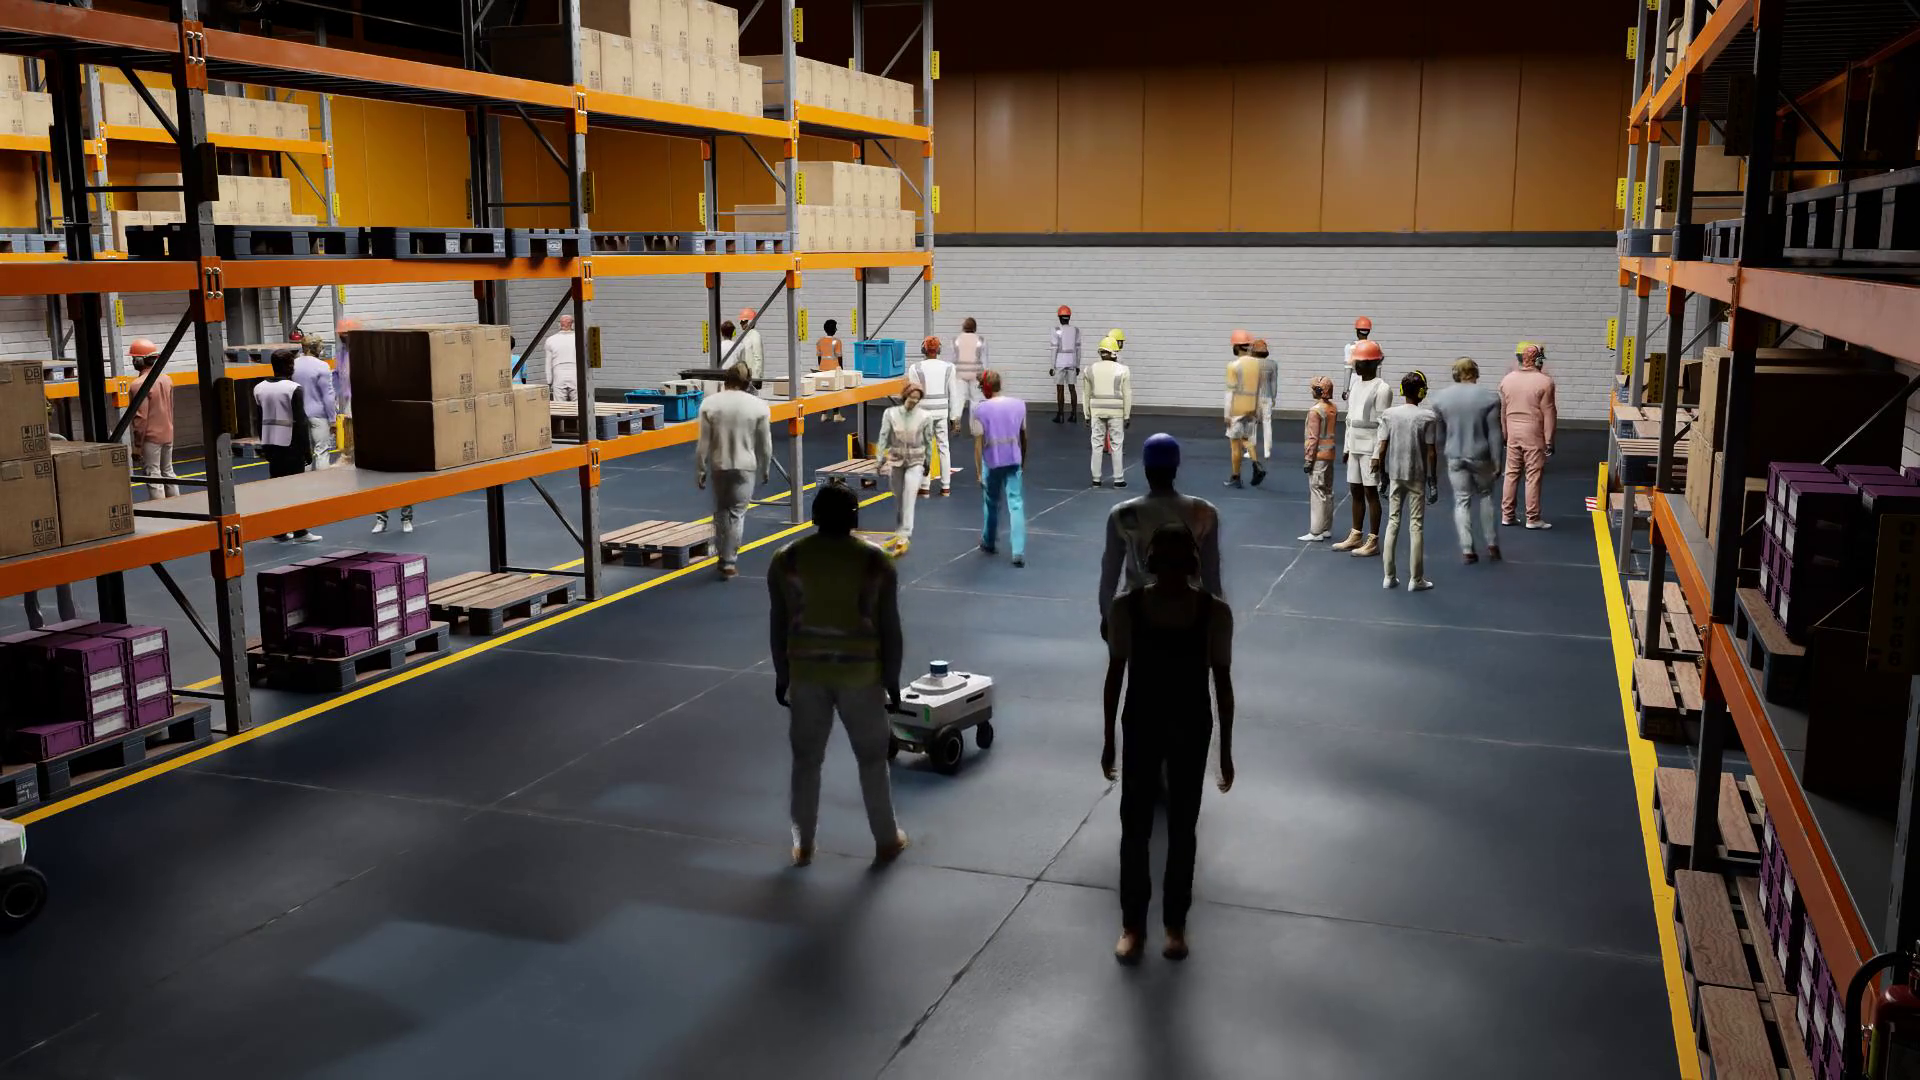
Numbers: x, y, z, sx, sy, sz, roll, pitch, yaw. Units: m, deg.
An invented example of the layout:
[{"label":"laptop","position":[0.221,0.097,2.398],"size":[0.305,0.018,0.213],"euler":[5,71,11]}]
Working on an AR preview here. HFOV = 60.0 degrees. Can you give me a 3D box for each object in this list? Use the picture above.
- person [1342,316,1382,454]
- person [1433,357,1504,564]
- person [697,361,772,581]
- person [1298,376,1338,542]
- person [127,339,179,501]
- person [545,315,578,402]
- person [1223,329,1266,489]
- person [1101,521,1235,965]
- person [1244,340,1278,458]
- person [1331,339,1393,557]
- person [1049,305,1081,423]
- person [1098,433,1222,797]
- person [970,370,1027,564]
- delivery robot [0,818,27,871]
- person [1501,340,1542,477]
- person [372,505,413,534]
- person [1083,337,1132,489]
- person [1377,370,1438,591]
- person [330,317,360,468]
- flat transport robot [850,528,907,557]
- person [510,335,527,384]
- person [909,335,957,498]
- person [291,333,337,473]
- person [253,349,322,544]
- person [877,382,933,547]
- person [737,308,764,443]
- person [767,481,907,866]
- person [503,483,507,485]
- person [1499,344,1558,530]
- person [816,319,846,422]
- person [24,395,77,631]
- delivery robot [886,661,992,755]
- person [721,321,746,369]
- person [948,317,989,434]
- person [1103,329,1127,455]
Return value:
[{"label":"person","position":[5.568,-2.132,23.118],"size":[0.552,1.937,0.356],"euler":[-2,10,-11]},{"label":"person","position":[4.719,-0.745,15.464],"size":[0.666,1.881,0.726],"euler":[5,11,25]},{"label":"person","position":[-1.961,-0.621,14.681],"size":[0.641,1.905,0.756],"euler":[1,10,8]},{"label":"person","position":[3.562,-0.800,16.453],"size":[0.308,1.641,0.514],"euler":[7,12,33]},{"label":"person","position":[-8.083,-1.011,16.644],"size":[0.377,1.995,0.608],"euler":[1,10,5]},{"label":"person","position":[-5.769,-2.359,24.524],"size":[0.653,1.899,0.399],"euler":[-2,10,-9]},{"label":"person","position":[3.392,-1.553,19.896],"size":[0.574,1.926,0.506],"euler":[-6,12,-33]},{"label":"person","position":[0.841,0.829,6.751],"size":[0.544,1.829,0.507],"euler":[1,10,7]},{"label":"person","position":[4.120,-1.941,22.900],"size":[0.499,1.632,0.280],"euler":[-1,10,-5]},{"label":"person","position":[3.797,-0.862,15.663],"size":[0.368,2.046,0.608],"euler":[-4,11,-20]},{"label":"person","position":[1.720,-2.896,27.426],"size":[0.552,1.932,0.377],"euler":[-4,11,-22]},{"label":"person","position":[1.062,0.374,9.040],"size":[0.645,1.917,0.814],"euler":[-1,10,-4]},{"label":"person","position":[0.374,-0.683,15.421],"size":[0.596,1.779,1.012],"euler":[-3,10,-14]},{"label":"delivery robot","position":[-4.344,1.375,6.995],"size":[0.477,0.478,0.707],"euler":[6,12,31]},{"label":"person","position":[7.191,-1.678,21.135],"size":[0.781,1.735,0.530],"euler":[-6,12,-29]},{"label":"person","position":[-5.779,-0.929,16.903],"size":[0.486,1.740,0.314],"euler":[-1,10,-7]},{"label":"person","position":[1.771,-1.517,19.962],"size":[0.591,1.828,0.404],"euler":[4,11,20]},{"label":"person","position":[3.806,-0.501,14.127],"size":[0.535,1.868,0.309],"euler":[7,13,36]},{"label":"person","position":[-7.933,-1.935,21.873],"size":[0.623,2.000,1.048],"euler":[8,13,38]},{"label":"flat transport robot","position":[-0.972,0.102,15.228],"size":[0.652,0.197,1.431],"euler":[2,10,12]},{"label":"person","position":[-6.208,-1.984,22.957],"size":[0.322,1.696,0.536],"euler":[9,14,43]},{"label":"person","position":[-0.322,-1.429,19.307],"size":[0.584,1.882,0.337],"euler":[-3,11,-18]},{"label":"person","position":[-7.323,-1.374,18.861],"size":[0.627,1.934,0.370],"euler":[5,11,24]},{"label":"person","position":[-6.622,-0.909,16.304],"size":[0.587,1.914,0.390],"euler":[4,11,21]},{"label":"person","position":[-0.527,-0.766,16.380],"size":[0.540,1.595,0.820],"euler":[1,10,5]},{"label":"person","position":[-3.090,-2.429,24.624],"size":[0.388,1.996,0.612],"euler":[-4,11,-20]},{"label":"person","position":[-0.586,0.629,7.863],"size":[0.630,1.841,0.429],"euler":[1,10,4]},{"label":"person","position":[-5.760,-1.616,20.137],"size":[0.372,1.963,0.608],"euler":[8,13,40]},{"label":"person","position":[5.881,-1.063,17.185],"size":[0.409,1.907,0.651],"euler":[-7,12,-35]},{"label":"person","position":[-2.140,-2.800,27.554],"size":[0.532,1.697,0.319],"euler":[7,12,34]},{"label":"person","position":[-6.776,-0.173,12.292],"size":[0.535,1.864,0.309],"euler":[0,10,-3]},{"label":"delivery robot","position":[-0.119,0.932,9.489],"size":[0.477,0.478,0.707],"euler":[7,12,33]},{"label":"person","position":[-3.324,-2.247,24.076],"size":[0.532,1.839,0.819],"euler":[0,10,-1]},{"label":"person","position":[0.127,-2.514,25.603],"size":[0.633,1.822,0.650],"euler":[2,10,10]},{"label":"person","position":[2.153,-2.064,23.236],"size":[0.329,1.762,0.527],"euler":[-4,11,-20]}]
